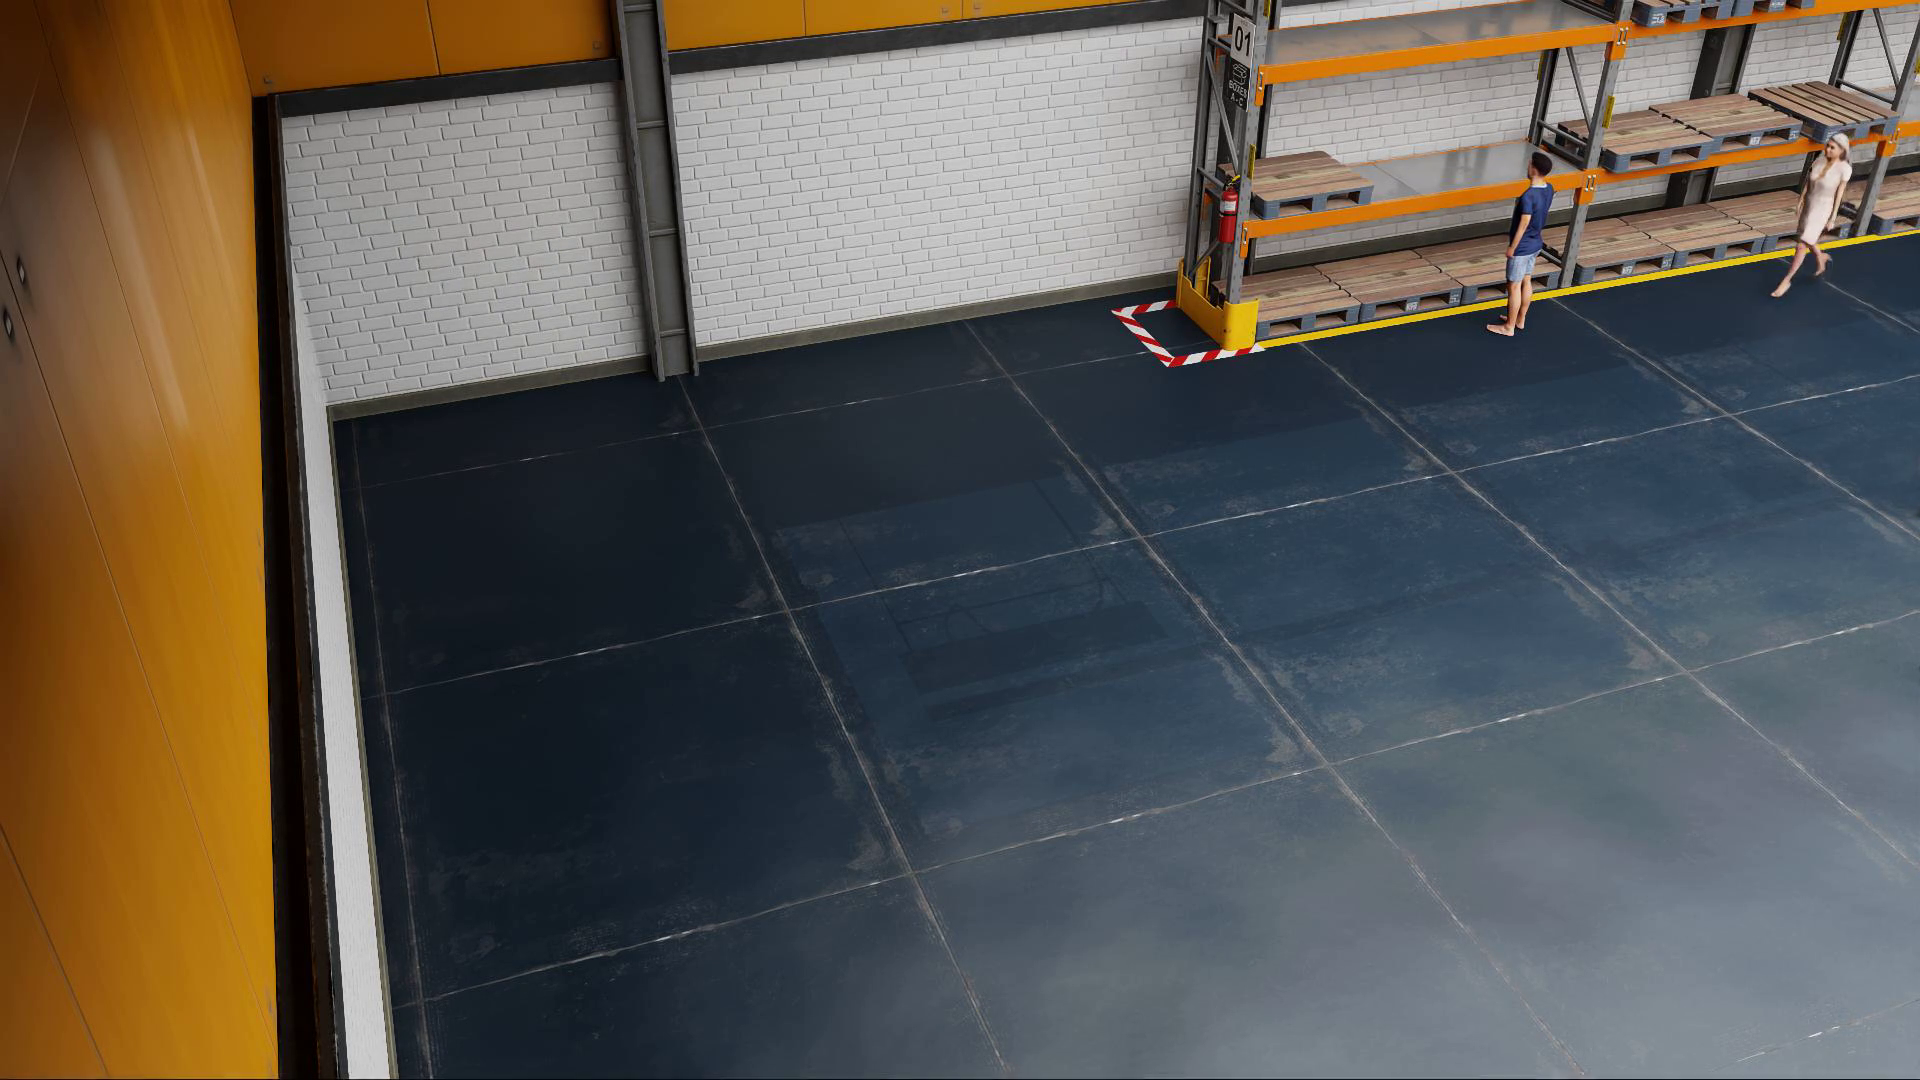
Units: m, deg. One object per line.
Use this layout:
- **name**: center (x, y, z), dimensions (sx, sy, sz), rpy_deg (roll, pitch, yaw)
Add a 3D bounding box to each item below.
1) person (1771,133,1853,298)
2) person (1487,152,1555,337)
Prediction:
- **person**: center (8.873, -3.356, 17.156), dimensions (1.094, 1.710, 0.656), rpy_deg (-14, 36, -20)
- **person**: center (5.567, -2.906, 16.354), dimensions (0.635, 1.849, 0.758), rpy_deg (-28, 43, -36)
